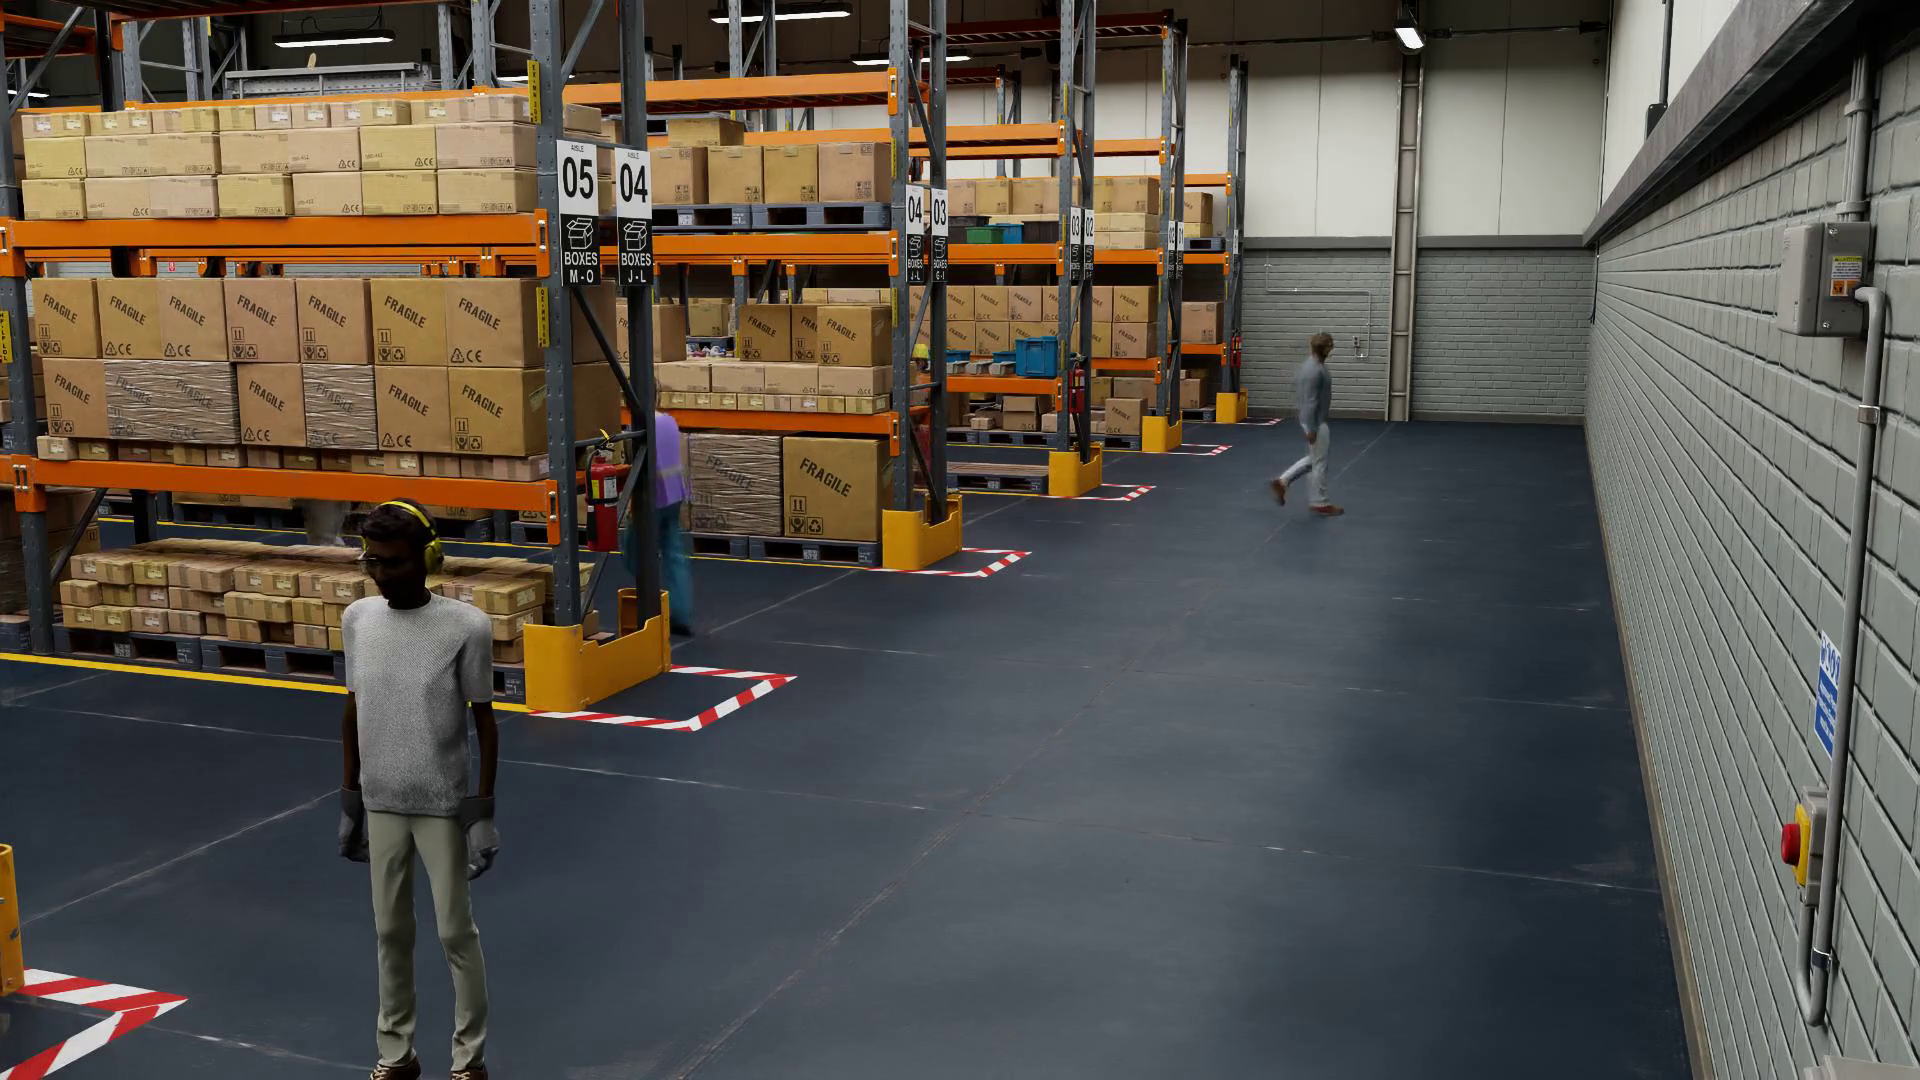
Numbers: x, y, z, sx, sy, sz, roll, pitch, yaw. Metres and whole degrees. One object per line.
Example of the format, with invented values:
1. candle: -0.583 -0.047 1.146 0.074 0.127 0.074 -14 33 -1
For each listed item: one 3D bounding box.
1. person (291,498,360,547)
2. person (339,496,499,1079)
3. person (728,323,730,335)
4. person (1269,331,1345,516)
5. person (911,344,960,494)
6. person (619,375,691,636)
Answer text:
1. person: -4.609 -0.333 12.067 0.451 1.823 0.647 3 10 17
2. person: -1.604 0.797 4.899 0.514 1.865 0.329 2 9 11
3. person: -4.118 -3.070 28.648 0.417 1.982 0.647 5 10 28
4. person: 3.623 -1.207 17.224 0.709 1.924 0.638 2 9 14
5. person: -0.410 -1.290 18.371 0.873 1.725 0.527 2 9 15
6. person: -2.081 -0.225 11.402 0.462 1.819 0.615 5 10 27
